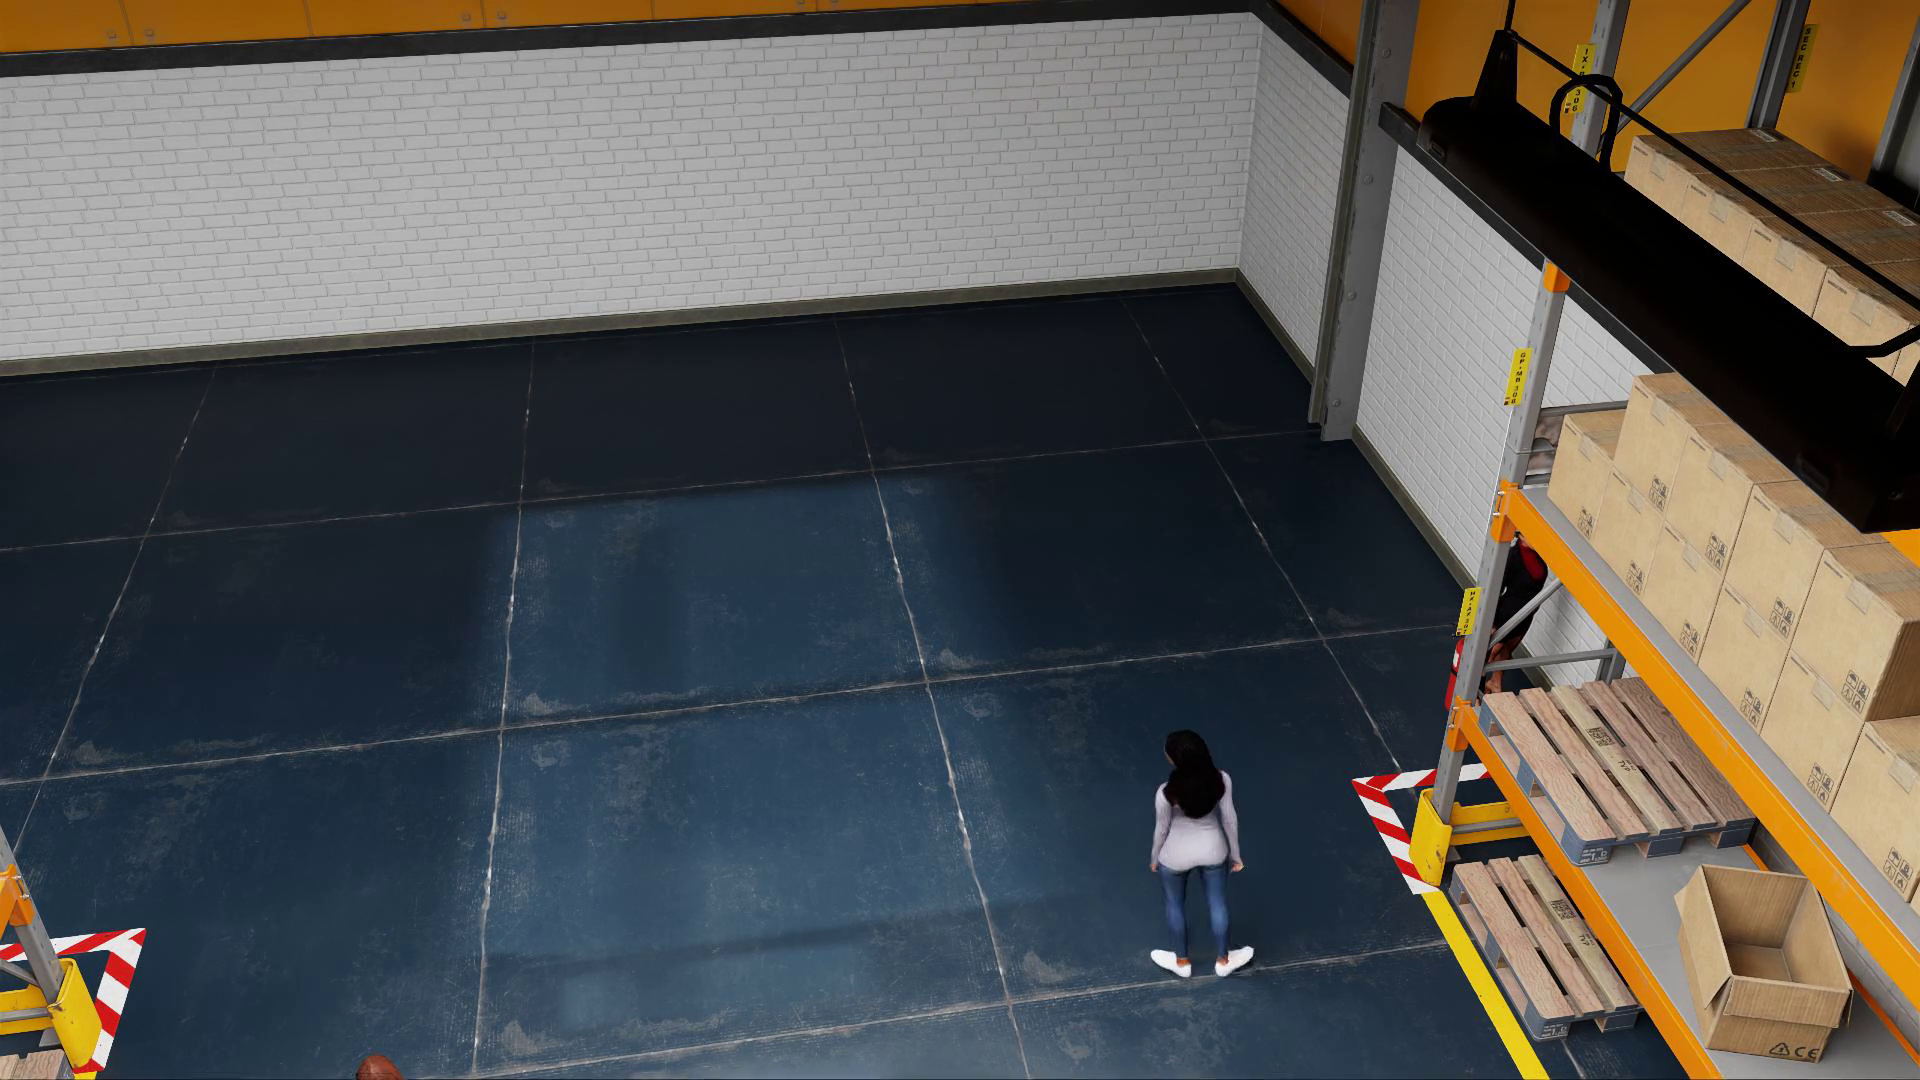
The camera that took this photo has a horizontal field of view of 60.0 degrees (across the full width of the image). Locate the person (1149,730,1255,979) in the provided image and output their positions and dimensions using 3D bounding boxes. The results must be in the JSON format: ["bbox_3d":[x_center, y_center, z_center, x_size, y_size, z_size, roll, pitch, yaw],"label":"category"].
[{"bbox_3d":[1.367,1.794,9.305,0.818,1.716,0.581,-1,34,-1],"label":"person"}]

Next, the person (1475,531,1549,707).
[{"bbox_3d":[3.732,0.523,11.286,0.656,1.639,0.707,-19,38,-26],"label":"person"}]
